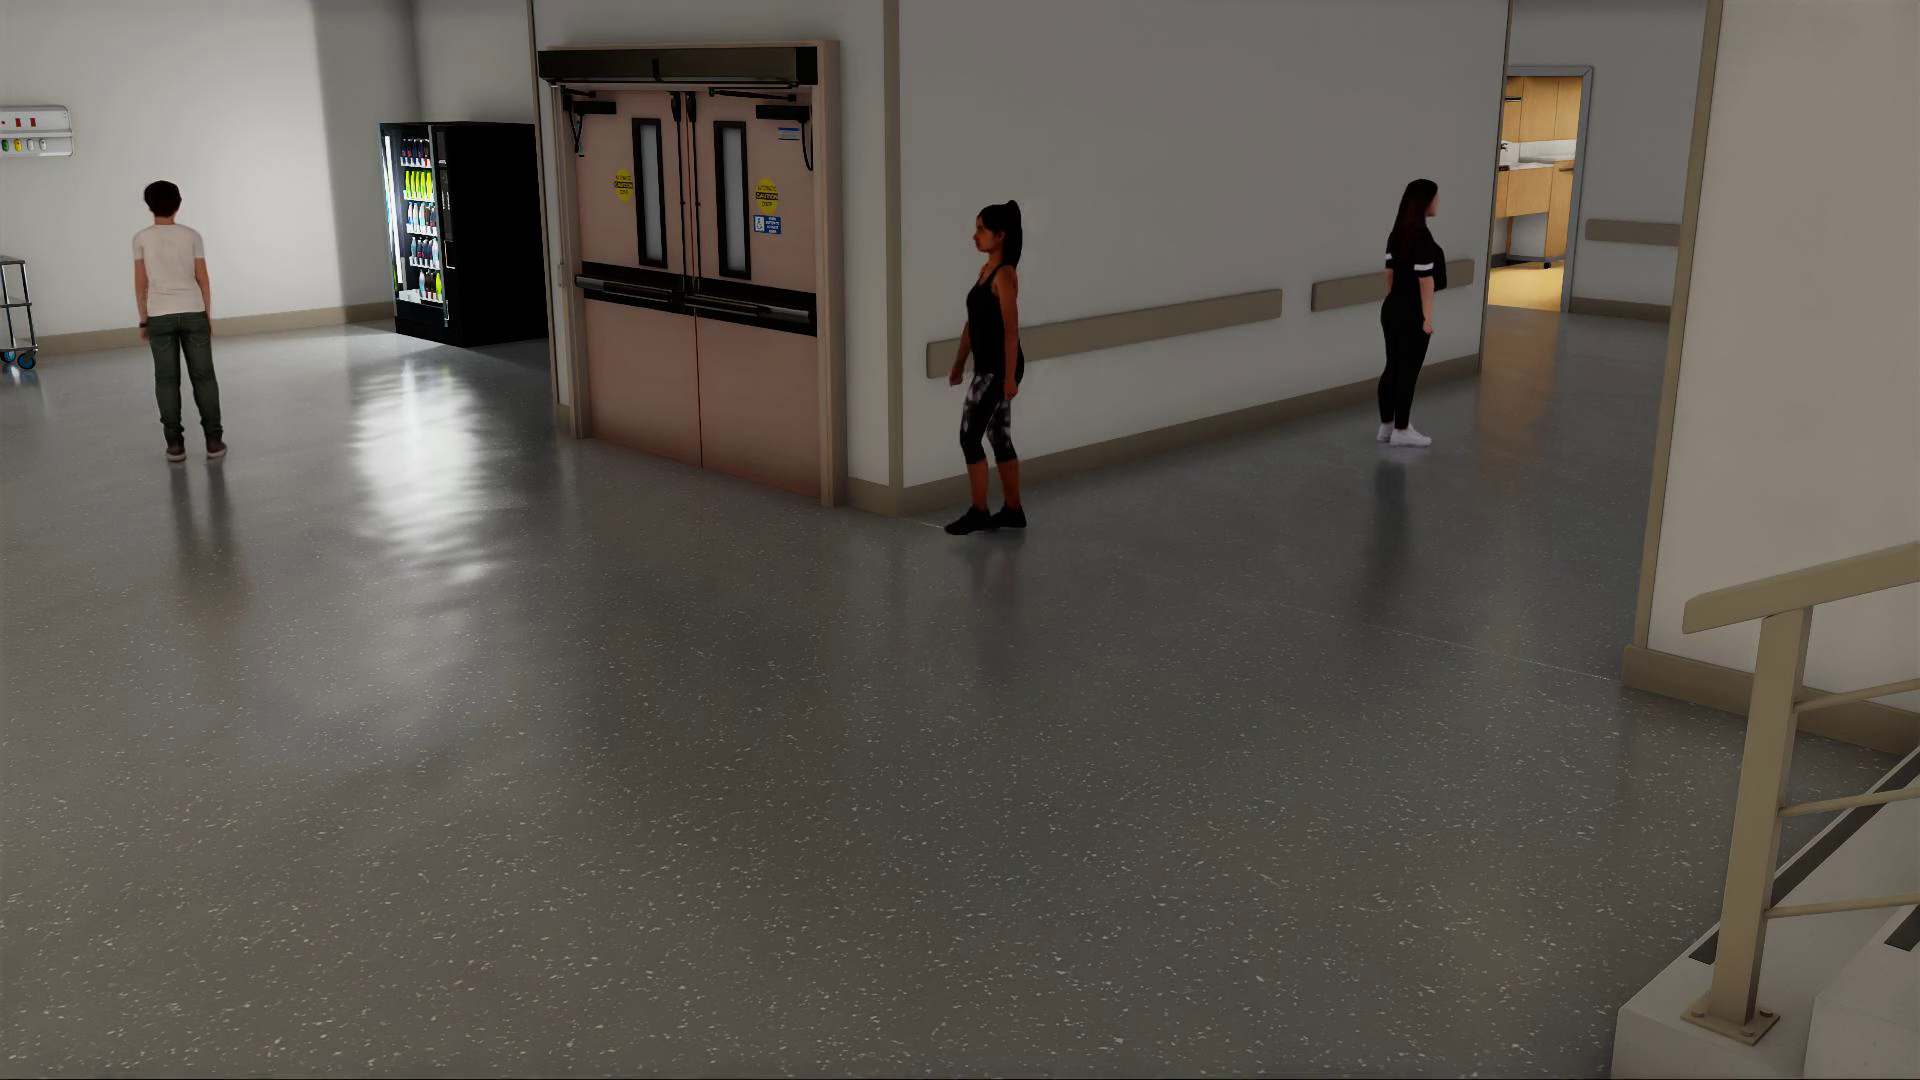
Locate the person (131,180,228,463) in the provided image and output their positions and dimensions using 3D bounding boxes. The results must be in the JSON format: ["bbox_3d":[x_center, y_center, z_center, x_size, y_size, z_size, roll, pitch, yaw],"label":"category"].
[{"bbox_3d":[-4.670,-1.307,9.923,0.626,1.653,0.617,-8,17,-25],"label":"person"}]

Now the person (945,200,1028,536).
[{"bbox_3d":[0.253,-0.853,8.305,0.820,1.658,0.761,-2,16,-8],"label":"person"}]

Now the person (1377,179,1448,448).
[{"bbox_3d":[2.773,-1.405,10.297,0.768,1.639,0.674,-4,16,-15],"label":"person"}]
